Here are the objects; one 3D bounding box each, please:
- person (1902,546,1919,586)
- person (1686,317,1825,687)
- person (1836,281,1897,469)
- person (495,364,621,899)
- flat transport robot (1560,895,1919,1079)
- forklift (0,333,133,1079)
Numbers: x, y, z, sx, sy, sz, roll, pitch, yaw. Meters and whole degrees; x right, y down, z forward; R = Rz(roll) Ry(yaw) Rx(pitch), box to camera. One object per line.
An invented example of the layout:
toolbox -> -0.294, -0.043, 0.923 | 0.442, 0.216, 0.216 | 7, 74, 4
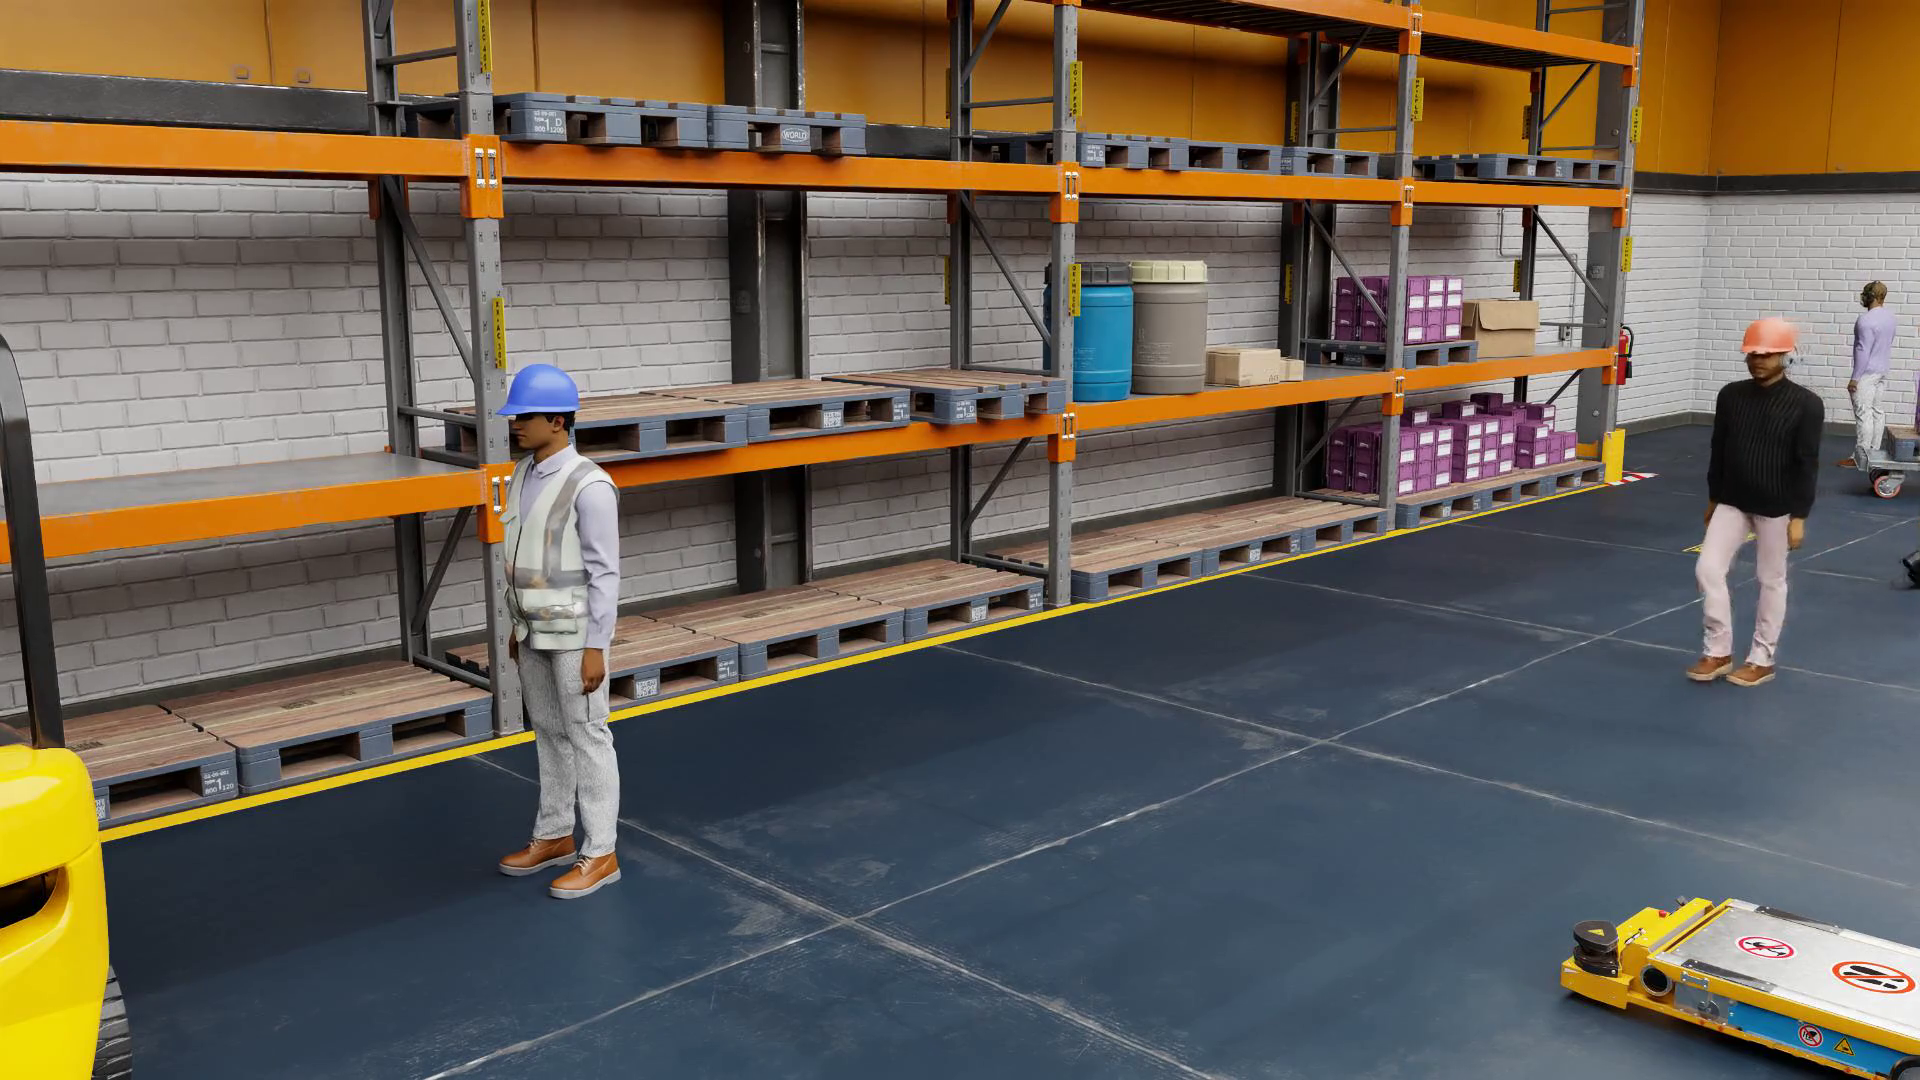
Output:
person -> 6.838, -0.617, 11.398 | 0.864, 1.909, 0.549 | -4, 11, -21
person -> 4.162, -0.177, 8.773 | 0.631, 1.974, 0.654 | -7, 12, -33
person -> 9.395, -1.702, 17.205 | 0.634, 1.939, 0.367 | -8, 13, -37
person -> -1.472, 0.329, 6.102 | 0.604, 1.949, 0.389 | 10, 14, 44
flat transport robot -> 2.633, 1.374, 4.980 | 0.652, 0.197, 1.431 | -10, 15, -44
forklift -> -3.289, 0.485, 4.582 | 1.214, 2.155, 2.313 | -10, 14, -44
